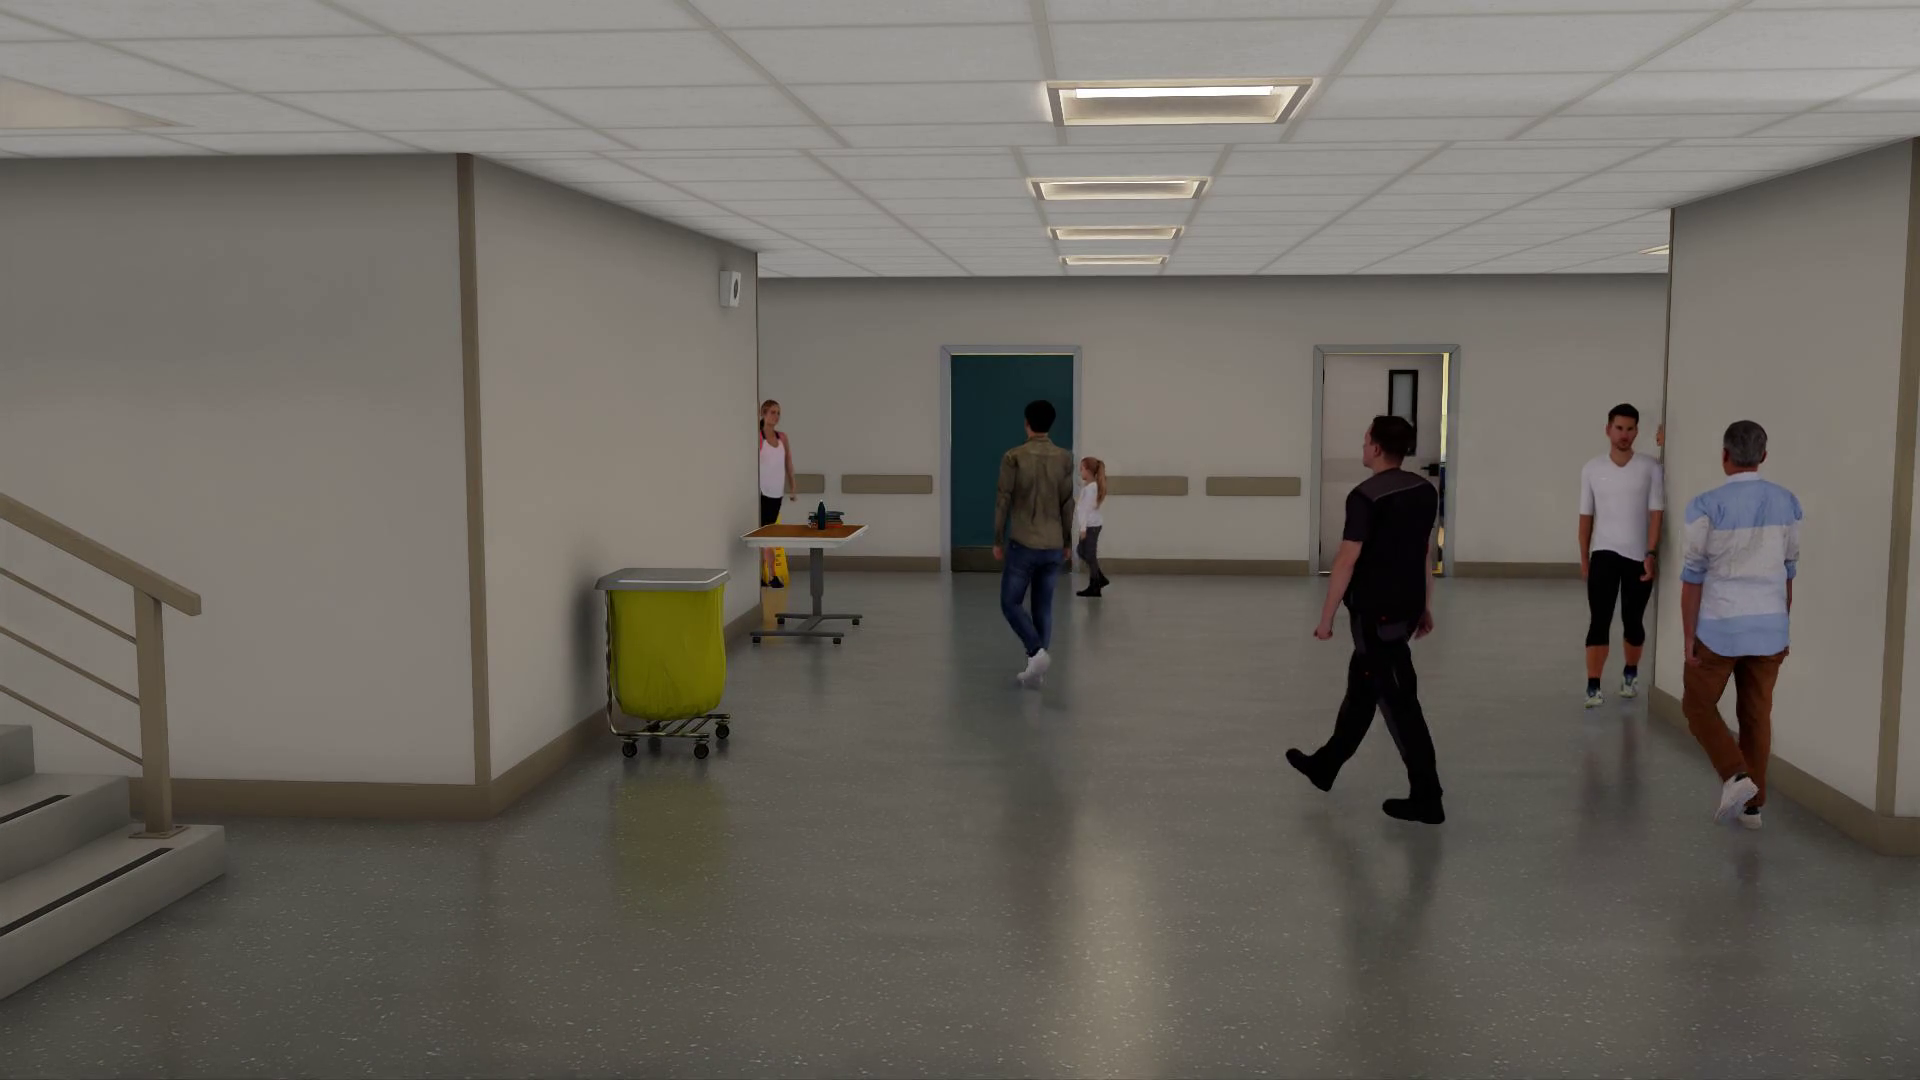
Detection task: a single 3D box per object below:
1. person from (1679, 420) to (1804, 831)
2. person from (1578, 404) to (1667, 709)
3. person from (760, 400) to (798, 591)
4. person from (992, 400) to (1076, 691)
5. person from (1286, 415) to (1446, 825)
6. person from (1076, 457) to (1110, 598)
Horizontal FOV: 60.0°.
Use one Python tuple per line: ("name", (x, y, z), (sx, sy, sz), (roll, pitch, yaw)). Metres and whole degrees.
("person", (3.445, 0.396, 7.273), (0.756, 1.811, 0.768), (0, 6, 2))
("person", (4.035, 0.119, 10.076), (1.226, 1.800, 0.987), (3, 6, 27))
("person", (-1.845, -0.404, 15.461), (0.917, 1.764, 0.971), (-5, 7, -38))
("person", (0.496, 0.049, 10.502), (0.937, 1.856, 0.966), (-2, 6, -22))
("person", (1.975, 0.385, 7.463), (1.200, 1.796, 1.280), (-5, 8, -43))
("person", (1.250, -0.113, 15.048), (0.522, 1.268, 0.498), (1, 6, 7))
